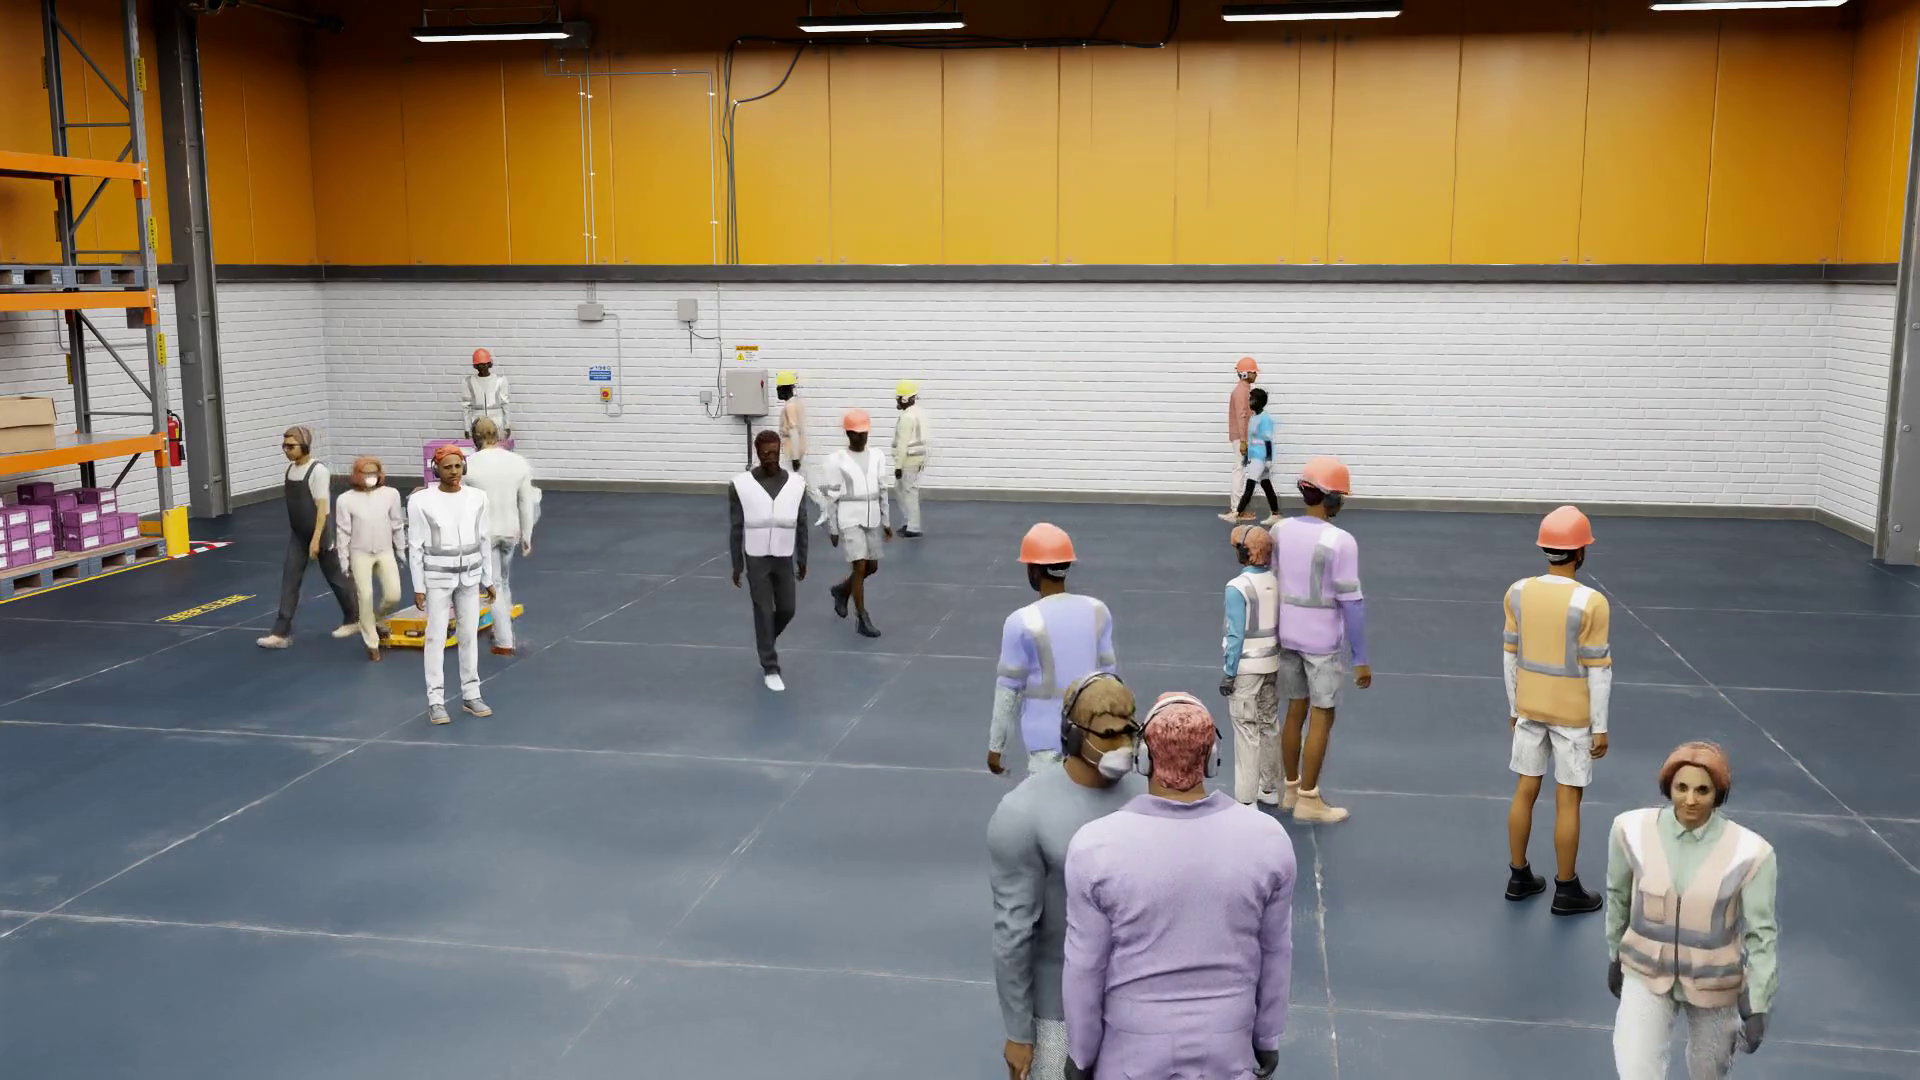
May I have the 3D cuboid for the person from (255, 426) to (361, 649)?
[{"bbox_3d":[-5.294,-0.029,13.522,0.533,1.800,0.969,5,10,28],"label":"person"}]

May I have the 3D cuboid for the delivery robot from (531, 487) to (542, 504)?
[{"bbox_3d":[-5.403,-0.501,19.986,0.707,0.478,0.477,-5,10,-29],"label":"delivery robot"}]

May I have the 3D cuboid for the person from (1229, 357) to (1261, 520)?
[{"bbox_3d":[3.493,-1.252,20.478,0.377,1.995,0.608,2,9,10],"label":"person"}]

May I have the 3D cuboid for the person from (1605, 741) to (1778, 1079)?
[{"bbox_3d":[2.302,1.403,5.275,0.519,1.585,0.893,6,11,32],"label":"person"}]

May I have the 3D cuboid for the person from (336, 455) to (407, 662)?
[{"bbox_3d":[-4.579,0.140,12.976,0.528,1.619,0.362,-6,11,-32],"label":"person"}]

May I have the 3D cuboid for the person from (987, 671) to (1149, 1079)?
[{"bbox_3d":[0.365,1.325,4.722,0.632,1.945,0.442,-6,11,-34],"label":"person"}]

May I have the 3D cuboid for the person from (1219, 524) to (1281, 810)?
[{"bbox_3d":[1.631,0.727,9.301,0.310,1.638,0.523,8,12,41],"label":"person"}]

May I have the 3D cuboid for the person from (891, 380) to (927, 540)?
[{"bbox_3d":[-0.629,-0.903,18.843,0.498,1.819,0.619,2,9,12],"label":"person"}]

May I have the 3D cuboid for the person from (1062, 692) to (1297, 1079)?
[{"bbox_3d":[0.583,1.355,4.580,0.643,1.909,0.410,-1,9,-9],"label":"person"}]

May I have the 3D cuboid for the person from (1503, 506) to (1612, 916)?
[{"bbox_3d":[2.834,0.803,7.892,0.347,1.943,0.544,-7,12,-37],"label":"person"}]

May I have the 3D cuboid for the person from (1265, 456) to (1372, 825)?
[{"bbox_3d":[1.965,0.555,9.192,0.418,2.034,0.688,-5,11,-30],"label":"person"}]

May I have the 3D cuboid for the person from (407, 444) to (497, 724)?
[{"bbox_3d":[-3.429,0.290,11.261,0.573,1.883,0.355,-7,12,-39],"label":"person"}]

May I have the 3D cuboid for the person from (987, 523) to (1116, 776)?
[{"bbox_3d":[0.381,0.865,7.653,0.568,1.889,0.955,-6,11,-32],"label":"person"}]

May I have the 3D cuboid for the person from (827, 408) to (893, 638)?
[{"bbox_3d":[-0.895,-0.175,14.042,0.547,1.918,0.784,-7,11,-35],"label":"person"}]

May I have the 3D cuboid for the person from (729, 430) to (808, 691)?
[{"bbox_3d":[-1.417,0.121,12.271,0.595,1.900,0.713,-4,10,-22],"label":"person"}]

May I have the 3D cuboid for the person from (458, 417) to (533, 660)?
[{"bbox_3d":[-3.766,-0.029,13.200,0.622,1.899,0.863,-9,13,-44],"label":"person"}]

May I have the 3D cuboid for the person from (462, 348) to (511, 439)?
[{"bbox_3d":[-6.305,-1.540,22.161,0.612,2.033,0.415,-2,9,-12],"label":"person"}]

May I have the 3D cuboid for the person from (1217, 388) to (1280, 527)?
[{"bbox_3d":[3.465,-0.962,19.772,0.856,1.637,0.549,-1,9,-4],"label":"person"}]

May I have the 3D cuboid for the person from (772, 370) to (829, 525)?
[{"bbox_3d":[-1.952,-1.085,19.796,0.969,1.888,0.603,0,9,-1],"label":"person"}]

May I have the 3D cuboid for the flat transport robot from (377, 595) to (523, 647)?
[{"bbox_3d":[-4.293,0.654,13.984,0.652,0.197,1.431,2,9,11],"label":"flat transport robot"}]
